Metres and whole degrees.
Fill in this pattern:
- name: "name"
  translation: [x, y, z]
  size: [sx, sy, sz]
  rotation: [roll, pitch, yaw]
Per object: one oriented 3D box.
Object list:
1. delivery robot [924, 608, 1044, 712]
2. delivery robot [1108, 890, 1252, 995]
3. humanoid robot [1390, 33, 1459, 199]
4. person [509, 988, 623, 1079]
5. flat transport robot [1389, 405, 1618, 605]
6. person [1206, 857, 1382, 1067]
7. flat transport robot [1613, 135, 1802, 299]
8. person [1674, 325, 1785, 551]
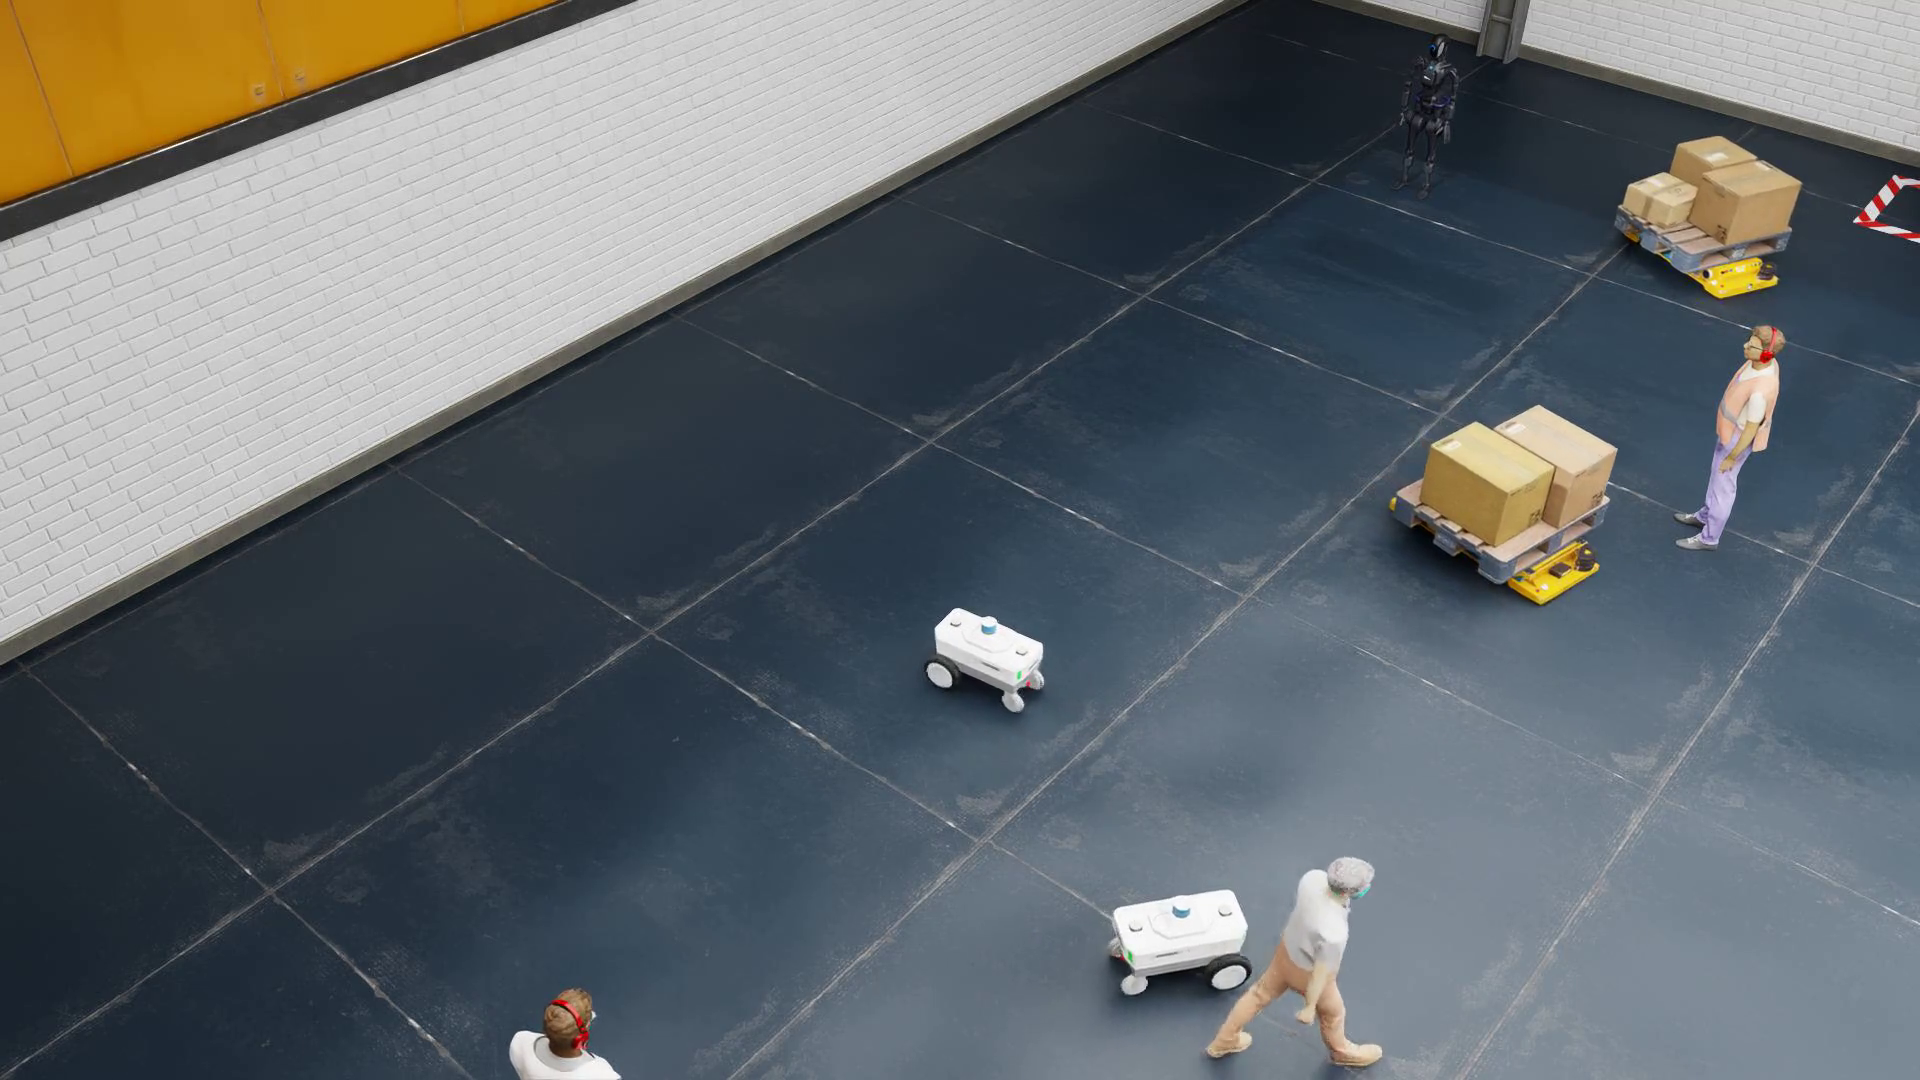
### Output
- name: "delivery robot"
  translation: [0.180, 0.758, 11.107]
  size: [0.773, 0.582, 0.499]
  rotation: [22, 44, 25]
- name: "delivery robot"
  translation: [1.234, 2.214, 9.303]
  size: [0.773, 0.586, 0.499]
  rotation: [-7, 39, -9]
- name: "humanoid robot"
  translation: [4.591, -4.167, 16.325]
  size: [0.599, 1.657, 0.315]
  rotation: [31, 48, 32]
- name: "person"
  translation: [-1.733, 2.726, 7.661]
  size: [0.568, 1.831, 0.408]
  rotation: [16, 41, 19]
- name: "flat transport robot"
  translation: [3.966, -0.070, 12.373]
  size: [0.659, 0.231, 1.431]
  rotation: [-25, 45, -28]
- name: "person"
  translation: [1.762, 2.172, 8.470]
  size: [0.918, 1.693, 0.498]
  rotation: [-6, 39, -8]
- name: "flat transport robot"
  translation: [6.947, -2.744, 15.692]
  size: [0.659, 0.231, 1.431]
  rotation: [-14, 41, -17]
- name: "person"
  translation: [5.566, -0.726, 11.928]
  size: [0.390, 1.849, 0.563]
  rotation: [12, 40, 14]
